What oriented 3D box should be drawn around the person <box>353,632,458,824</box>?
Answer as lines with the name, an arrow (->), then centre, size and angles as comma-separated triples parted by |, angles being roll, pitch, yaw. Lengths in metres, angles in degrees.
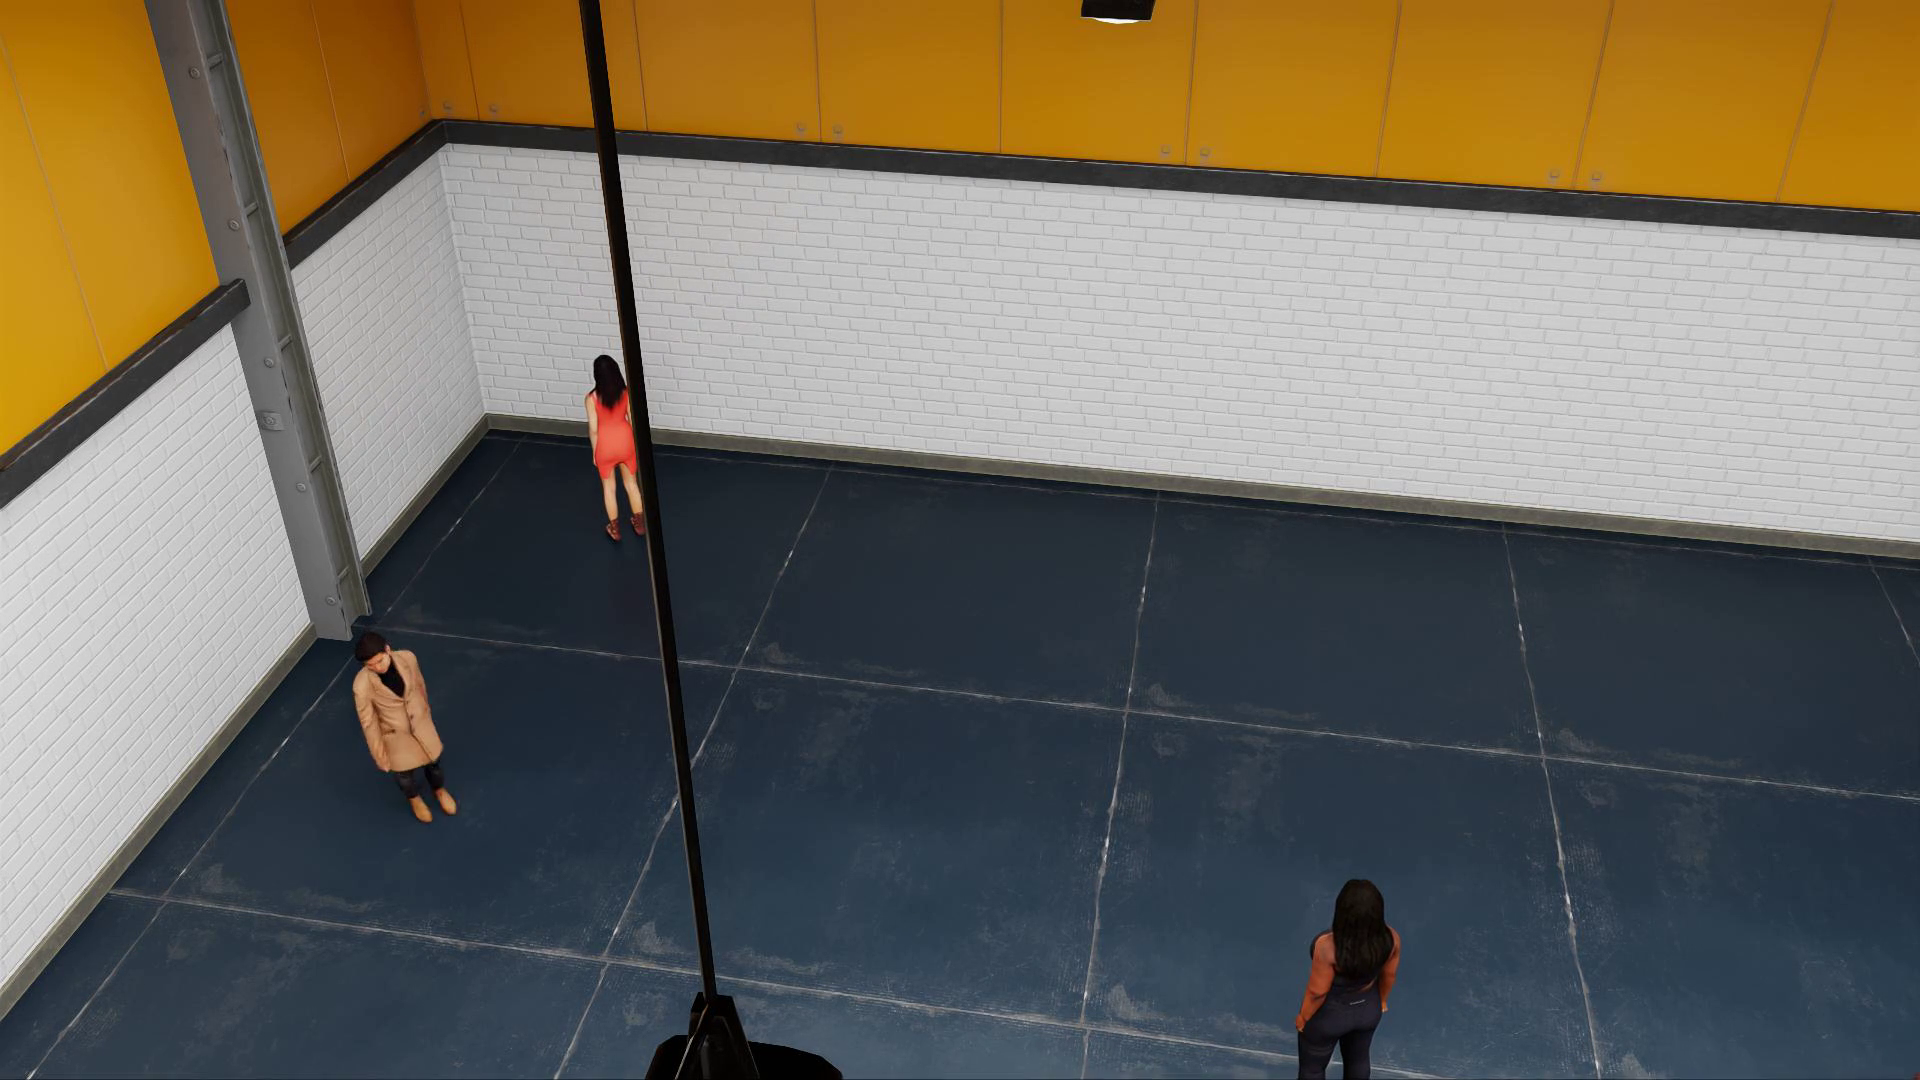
person -> -3.698, 1.195, 10.985 | 0.892, 1.686, 0.812 | 19, 38, 26

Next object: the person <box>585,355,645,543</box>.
person -> -2.883, -0.763, 13.903 | 0.654, 1.717, 0.702 | -18, 38, -25

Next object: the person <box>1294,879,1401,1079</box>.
person -> 2.042, 2.503, 8.900 | 0.766, 1.816, 0.755 | -8, 34, -12
